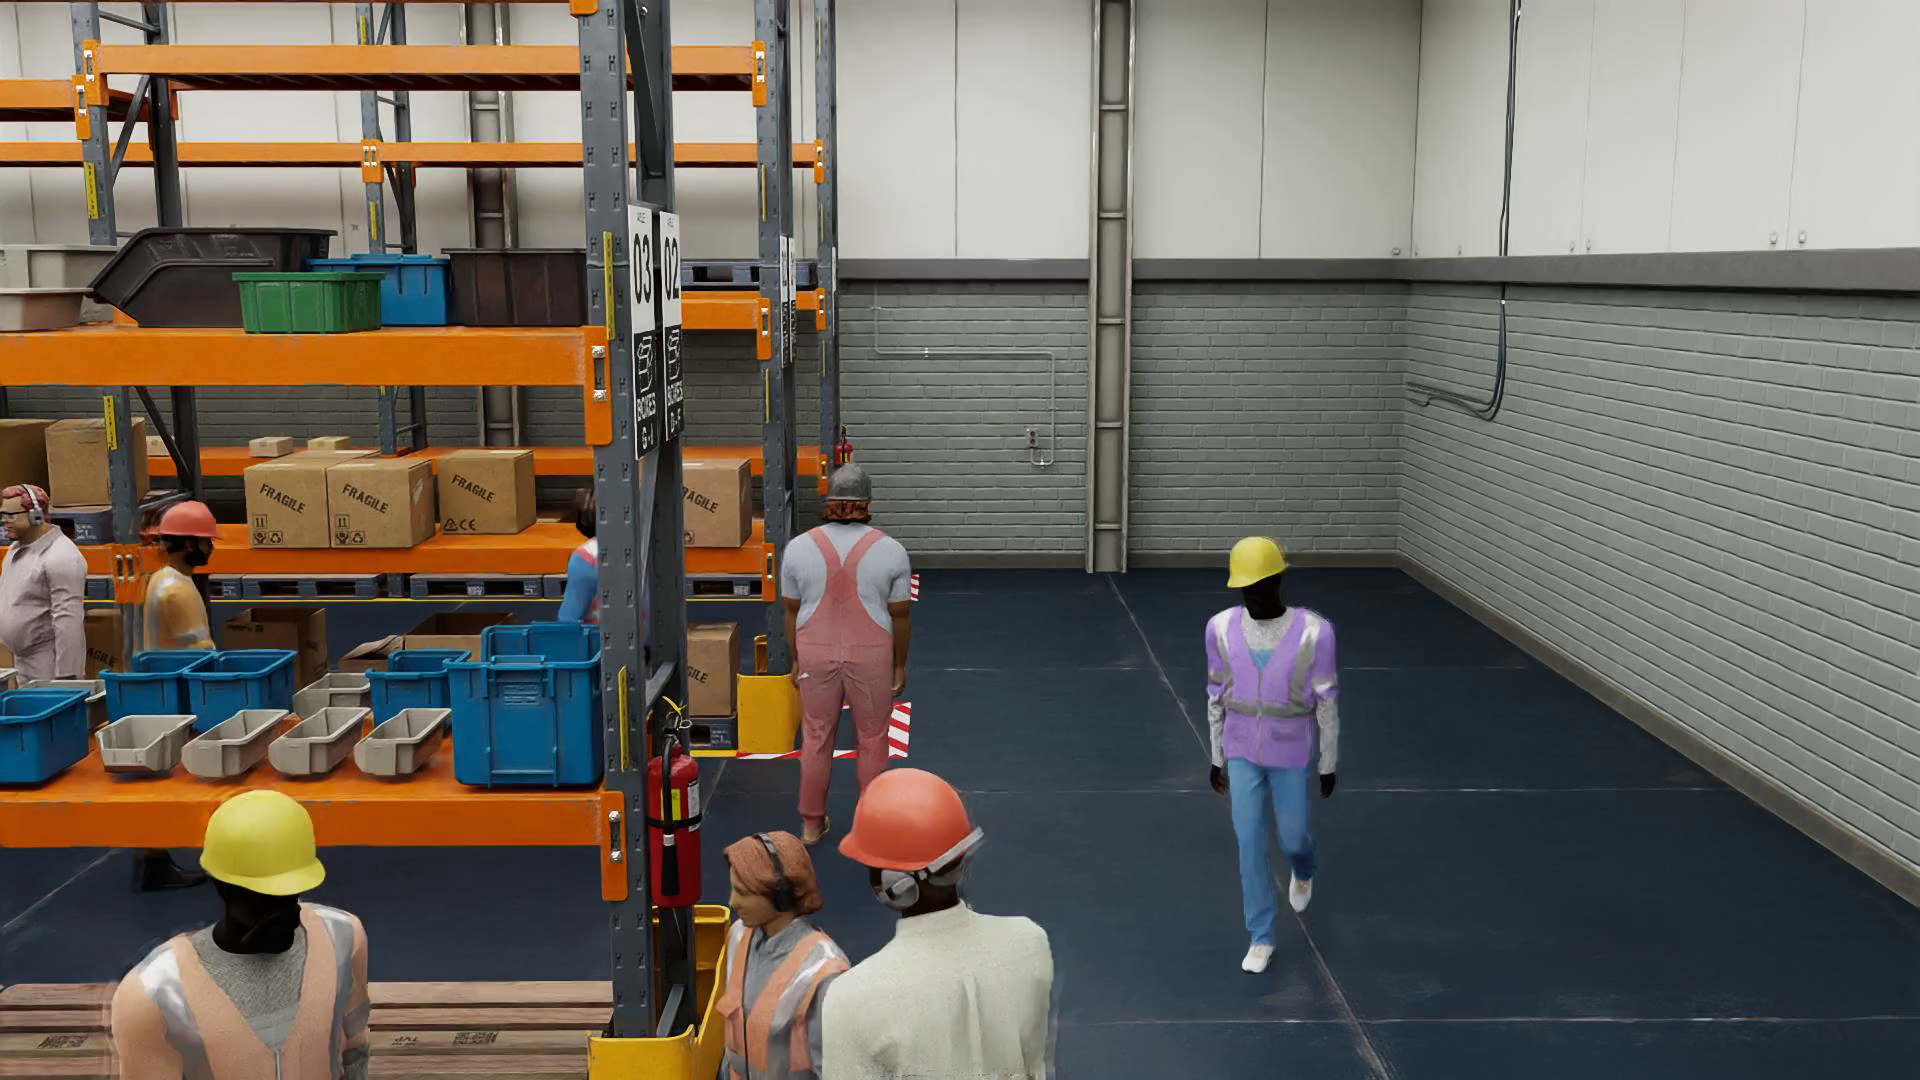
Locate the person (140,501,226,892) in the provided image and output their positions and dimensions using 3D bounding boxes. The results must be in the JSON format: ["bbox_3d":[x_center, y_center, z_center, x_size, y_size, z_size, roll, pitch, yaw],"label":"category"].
[{"bbox_3d":[-3.704,0.765,8.168,0.794,1.901,0.570,-4,10,-23],"label":"person"}]

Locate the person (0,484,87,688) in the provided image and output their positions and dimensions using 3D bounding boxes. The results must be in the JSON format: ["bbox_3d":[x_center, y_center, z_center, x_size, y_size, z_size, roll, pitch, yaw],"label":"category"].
[{"bbox_3d":[-4.928,0.641,8.939,0.647,1.899,0.399,7,12,38],"label":"person"}]

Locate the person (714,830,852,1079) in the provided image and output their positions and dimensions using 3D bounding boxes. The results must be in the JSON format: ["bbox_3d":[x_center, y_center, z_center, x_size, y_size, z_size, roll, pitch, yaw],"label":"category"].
[{"bbox_3d":[-0.438,1.534,4.291,0.312,1.633,0.526,-7,12,-38],"label":"person"}]

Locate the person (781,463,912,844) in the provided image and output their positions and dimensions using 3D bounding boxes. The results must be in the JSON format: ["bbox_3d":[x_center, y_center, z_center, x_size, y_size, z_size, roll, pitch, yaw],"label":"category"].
[{"bbox_3d":[-0.583,0.593,8.789,0.685,2.000,0.541,1,9,5],"label":"person"}]

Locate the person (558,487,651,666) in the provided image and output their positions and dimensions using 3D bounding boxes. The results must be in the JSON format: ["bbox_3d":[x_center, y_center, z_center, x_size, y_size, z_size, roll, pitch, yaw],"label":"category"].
[{"bbox_3d":[-2.112,0.604,9.406,0.836,1.810,0.661,3,10,20],"label":"person"}]

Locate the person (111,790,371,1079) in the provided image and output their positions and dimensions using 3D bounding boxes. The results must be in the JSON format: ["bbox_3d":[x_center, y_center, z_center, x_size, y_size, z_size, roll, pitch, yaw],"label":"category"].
[{"bbox_3d":[-1.537,1.485,3.730,0.695,1.900,0.602,9,13,44],"label":"person"}]

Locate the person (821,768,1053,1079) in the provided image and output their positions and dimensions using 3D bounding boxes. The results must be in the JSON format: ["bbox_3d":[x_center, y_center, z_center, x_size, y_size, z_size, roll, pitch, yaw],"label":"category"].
[{"bbox_3d":[-0.043,1.462,3.665,0.659,1.981,0.420,-6,11,-32],"label":"person"}]

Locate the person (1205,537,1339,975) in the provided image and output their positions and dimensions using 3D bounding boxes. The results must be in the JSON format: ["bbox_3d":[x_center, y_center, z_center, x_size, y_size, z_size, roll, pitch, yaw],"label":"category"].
[{"bbox_3d":[1.379,0.902,7.353,0.597,1.890,0.693,4,10,24],"label":"person"}]
